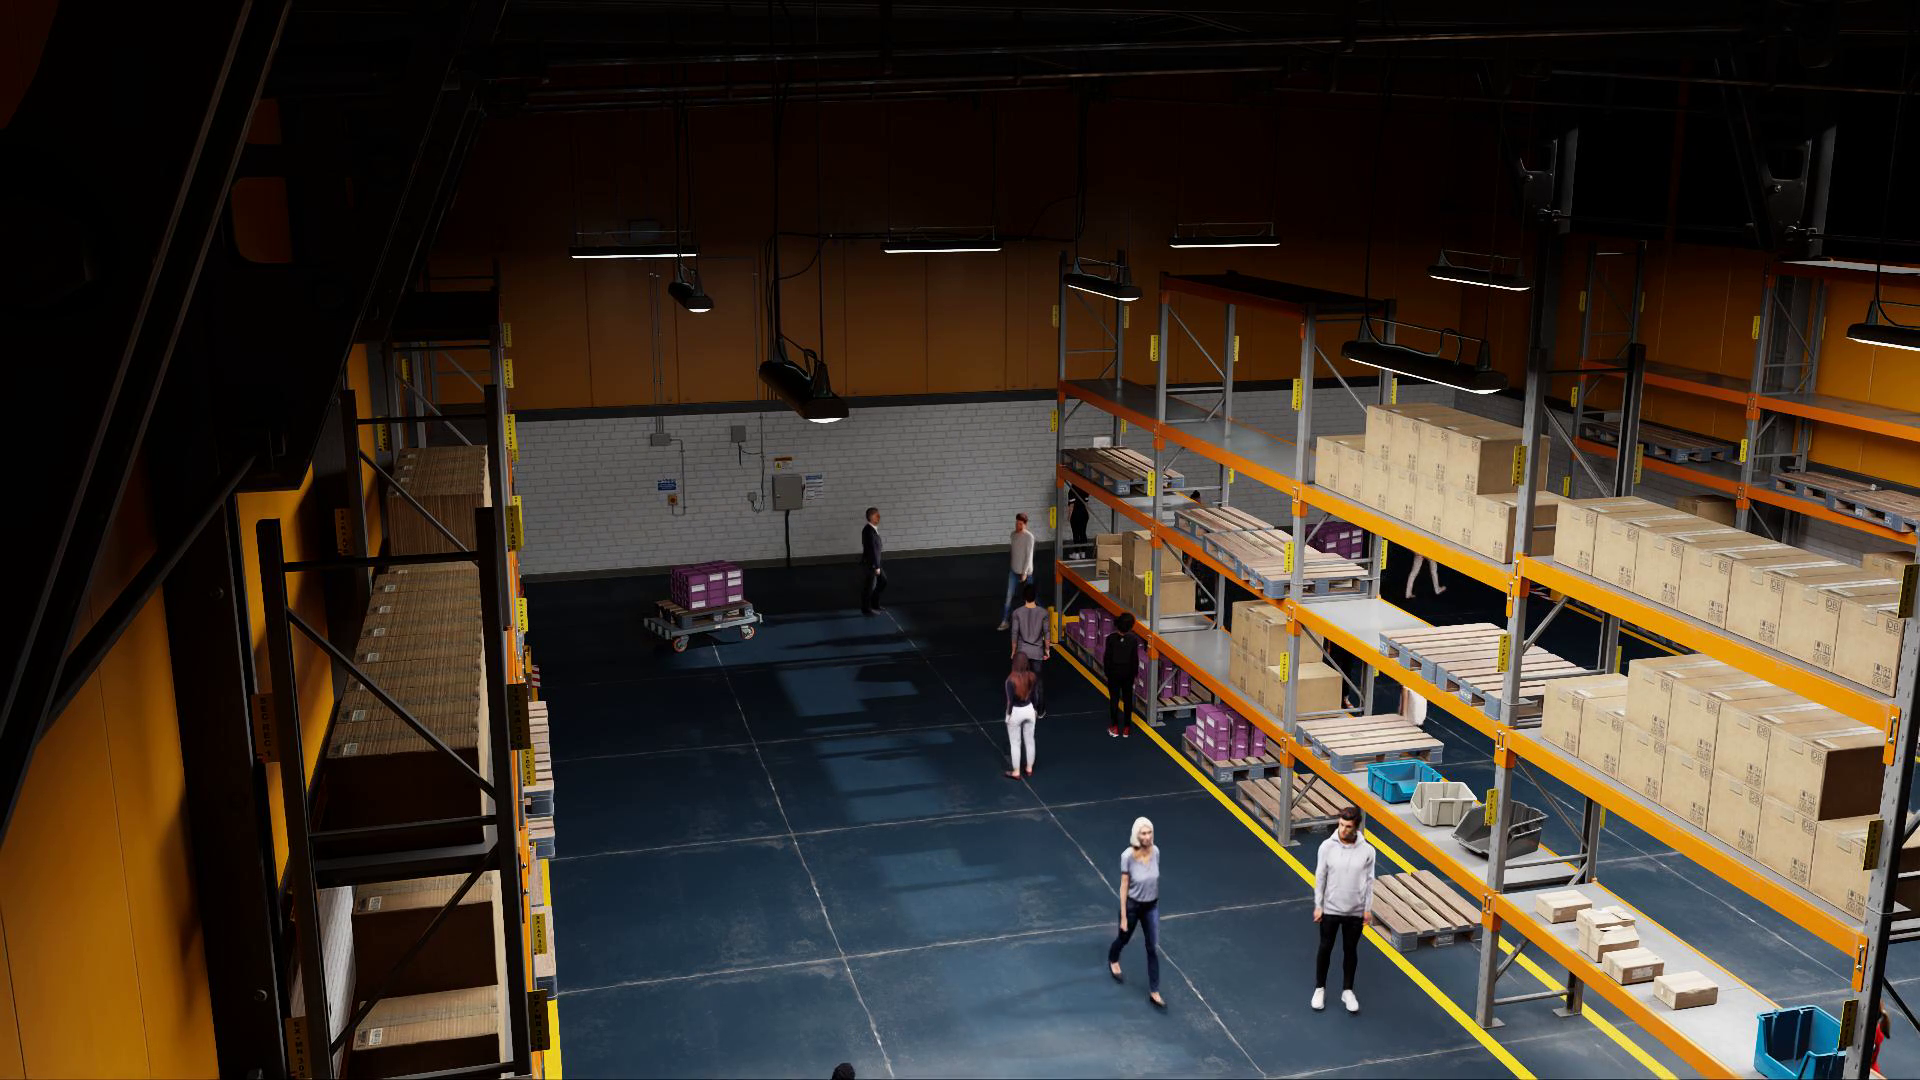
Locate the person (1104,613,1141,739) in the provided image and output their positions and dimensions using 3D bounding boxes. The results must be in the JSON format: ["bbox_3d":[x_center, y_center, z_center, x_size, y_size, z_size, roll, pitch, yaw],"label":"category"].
[{"bbox_3d":[2.097,1.750,21.658,0.694,1.663,0.683,0,14,-1],"label":"person"}]

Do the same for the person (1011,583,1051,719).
[{"bbox_3d":[0.939,1.489,22.335,0.722,1.852,0.610,-1,14,-3],"label":"person"}]

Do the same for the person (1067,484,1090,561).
[{"bbox_3d":[2.199,-0.460,30.837,0.670,1.638,0.673,-8,16,-30],"label":"person"}]

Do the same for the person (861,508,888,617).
[{"bbox_3d":[-1.517,0.356,27.121,0.844,1.801,0.682,0,14,-2],"label":"person"}]

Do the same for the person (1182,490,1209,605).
[{"bbox_3d":[3.920,0.101,27.856,0.760,1.951,0.856,10,17,37],"label":"person"}]

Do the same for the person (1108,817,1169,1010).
[{"bbox_3d":[1.570,3.320,15.135,0.712,1.680,1.149,-6,15,-23],"label":"person"}]

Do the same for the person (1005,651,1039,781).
[{"bbox_3d":[0.733,2.122,20.237,0.644,1.608,0.591,-7,15,-27],"label":"person"}]

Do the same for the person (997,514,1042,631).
[{"bbox_3d":[1.039,0.495,26.418,1.181,1.862,1.179,11,17,37],"label":"person"}]

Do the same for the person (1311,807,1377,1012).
[{"bbox_3d":[3.418,3.300,14.870,0.753,1.845,0.723,2,14,7],"label":"person"}]
